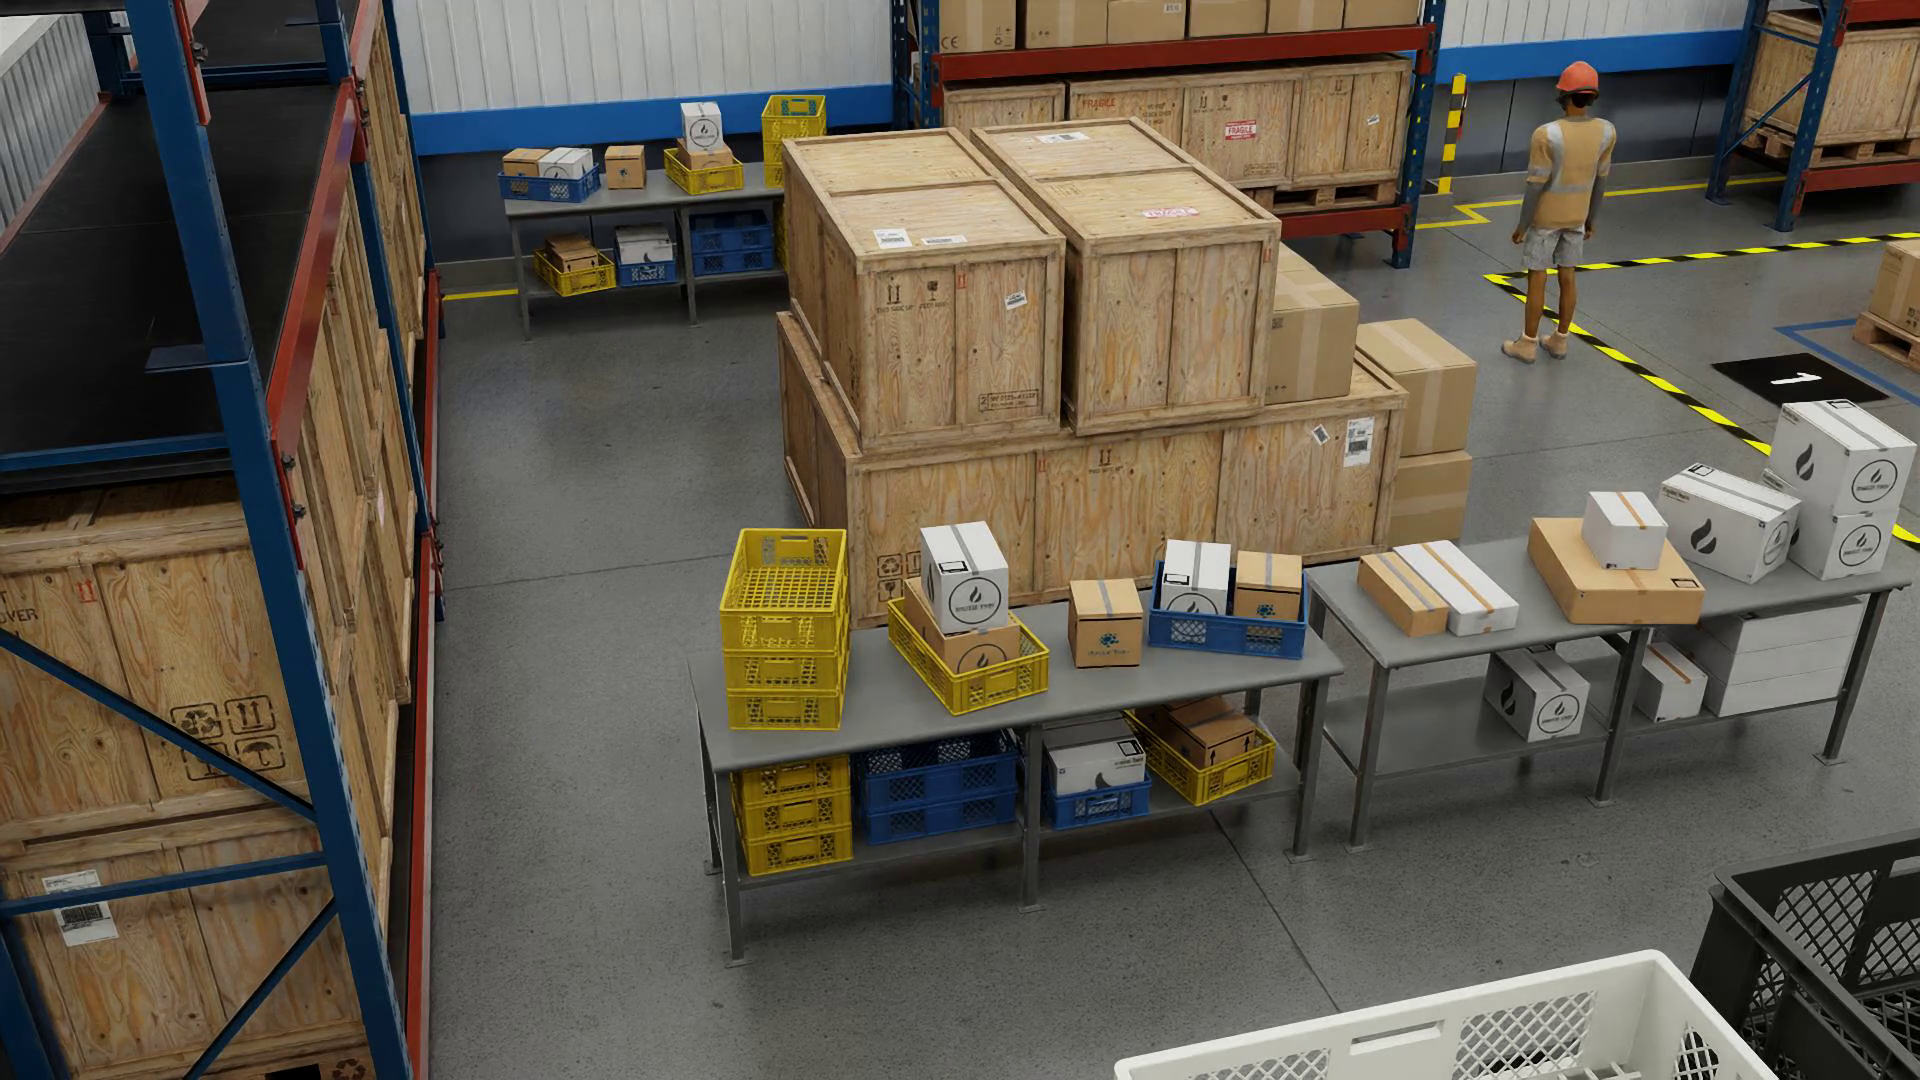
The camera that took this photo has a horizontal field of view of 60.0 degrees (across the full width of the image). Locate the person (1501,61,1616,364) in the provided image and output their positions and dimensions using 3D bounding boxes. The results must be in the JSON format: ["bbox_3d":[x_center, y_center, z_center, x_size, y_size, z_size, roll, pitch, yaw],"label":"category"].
[{"bbox_3d":[4.038,-2.201,11.275,0.611,2.041,0.391,-7,30,-13],"label":"person"}]
